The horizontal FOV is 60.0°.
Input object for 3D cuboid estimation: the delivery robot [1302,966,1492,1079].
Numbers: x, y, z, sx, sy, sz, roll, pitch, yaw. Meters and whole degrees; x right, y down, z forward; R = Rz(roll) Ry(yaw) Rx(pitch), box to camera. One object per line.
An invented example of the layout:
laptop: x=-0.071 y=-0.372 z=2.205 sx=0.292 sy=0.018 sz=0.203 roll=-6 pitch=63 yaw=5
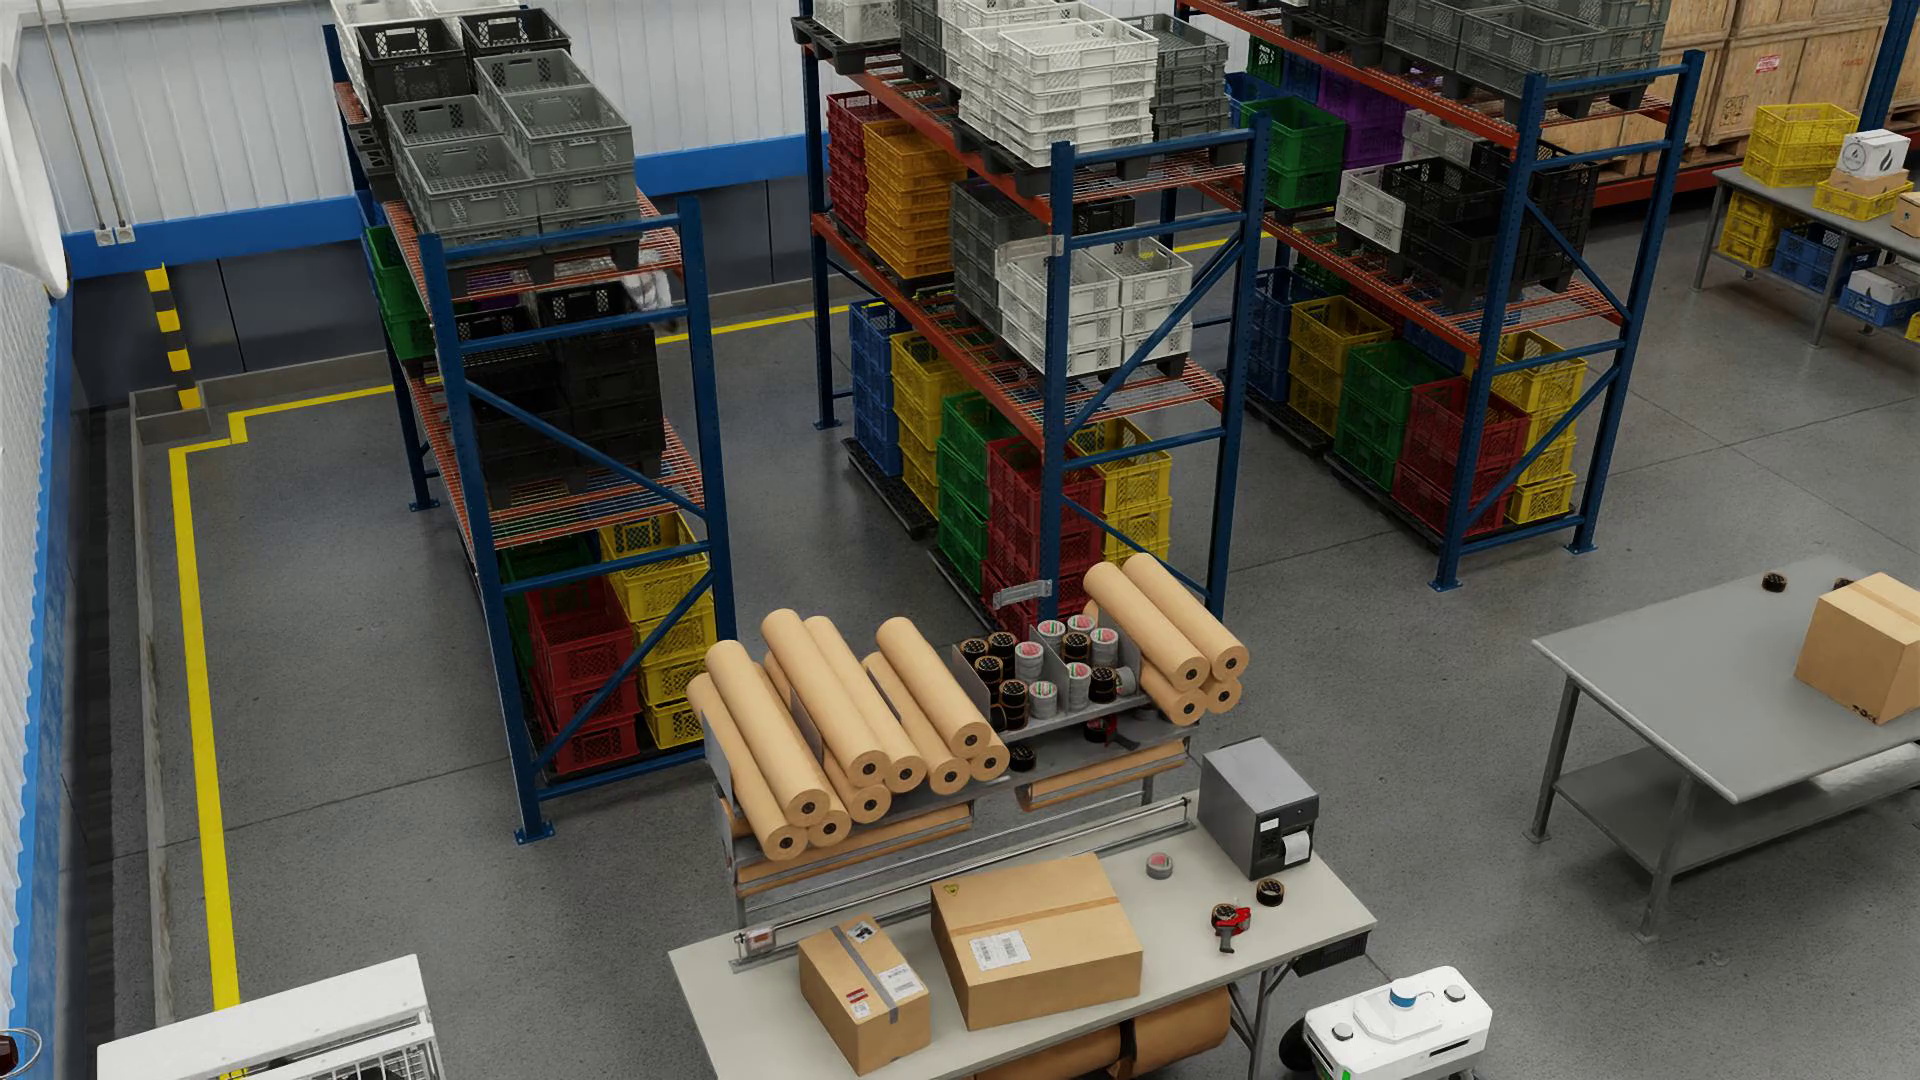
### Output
delivery robot: x=1.700 y=1.915 z=6.479 sx=0.707 sy=0.478 sz=0.477 roll=-12 pitch=34 yaw=-19

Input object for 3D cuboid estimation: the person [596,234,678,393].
person: x=-2.211 y=-1.494 z=10.895 sx=0.959 sy=1.844 sz=0.576 roll=21 pitch=37 yaw=30

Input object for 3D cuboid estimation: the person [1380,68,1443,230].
person: x=3.674 y=-3.395 z=13.891 sx=0.367 sy=1.931 sz=0.627 roll=-25 pitch=39 yaw=-34
